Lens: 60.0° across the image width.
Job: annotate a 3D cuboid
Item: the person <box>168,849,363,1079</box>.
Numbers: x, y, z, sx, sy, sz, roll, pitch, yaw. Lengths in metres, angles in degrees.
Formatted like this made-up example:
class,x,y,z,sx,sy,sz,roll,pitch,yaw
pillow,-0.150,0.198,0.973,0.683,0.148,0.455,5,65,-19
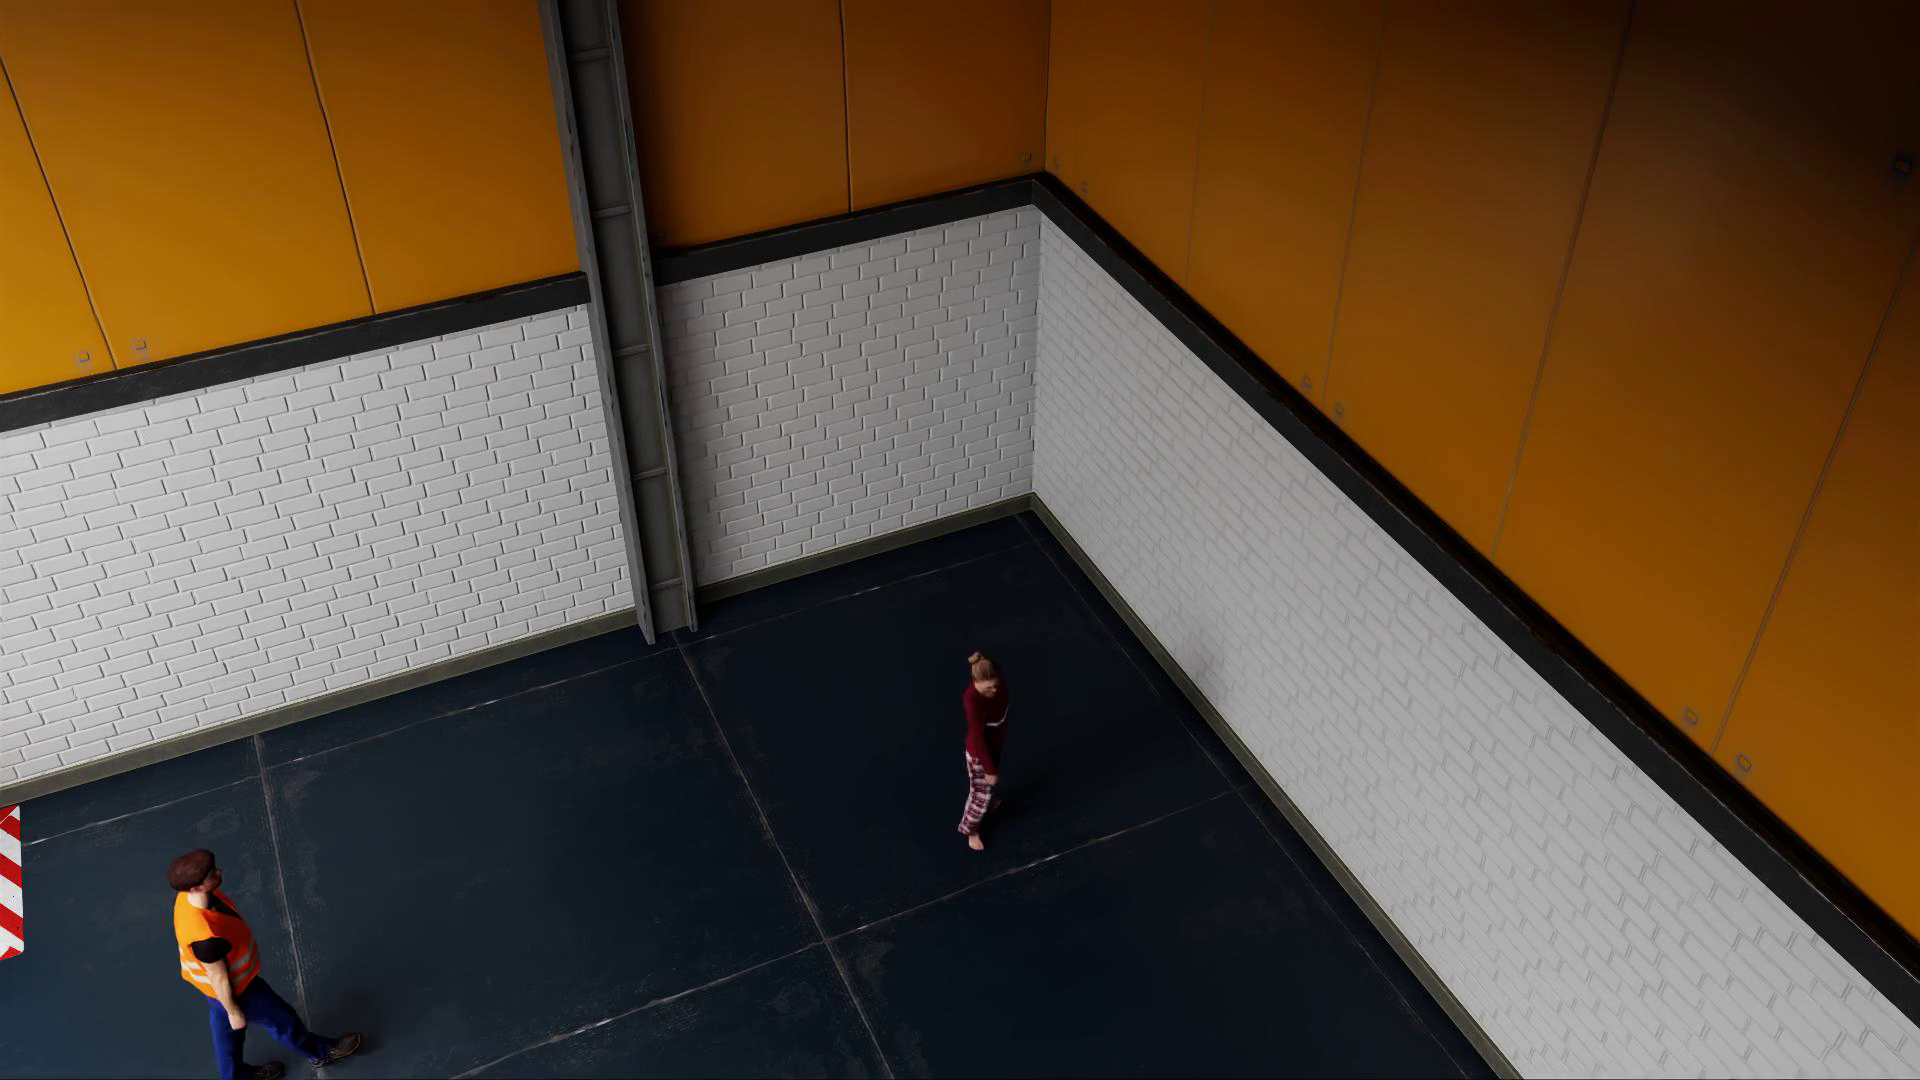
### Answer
class,x,y,z,sx,sy,sz,roll,pitch,yaw
person,-4.030,2.396,8.970,1.022,1.866,0.783,-22,44,-25

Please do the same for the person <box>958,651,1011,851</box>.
class,x,y,z,sx,sy,sz,roll,pitch,yaw
person,0.162,1.236,10.562,0.793,1.692,0.741,3,39,3
